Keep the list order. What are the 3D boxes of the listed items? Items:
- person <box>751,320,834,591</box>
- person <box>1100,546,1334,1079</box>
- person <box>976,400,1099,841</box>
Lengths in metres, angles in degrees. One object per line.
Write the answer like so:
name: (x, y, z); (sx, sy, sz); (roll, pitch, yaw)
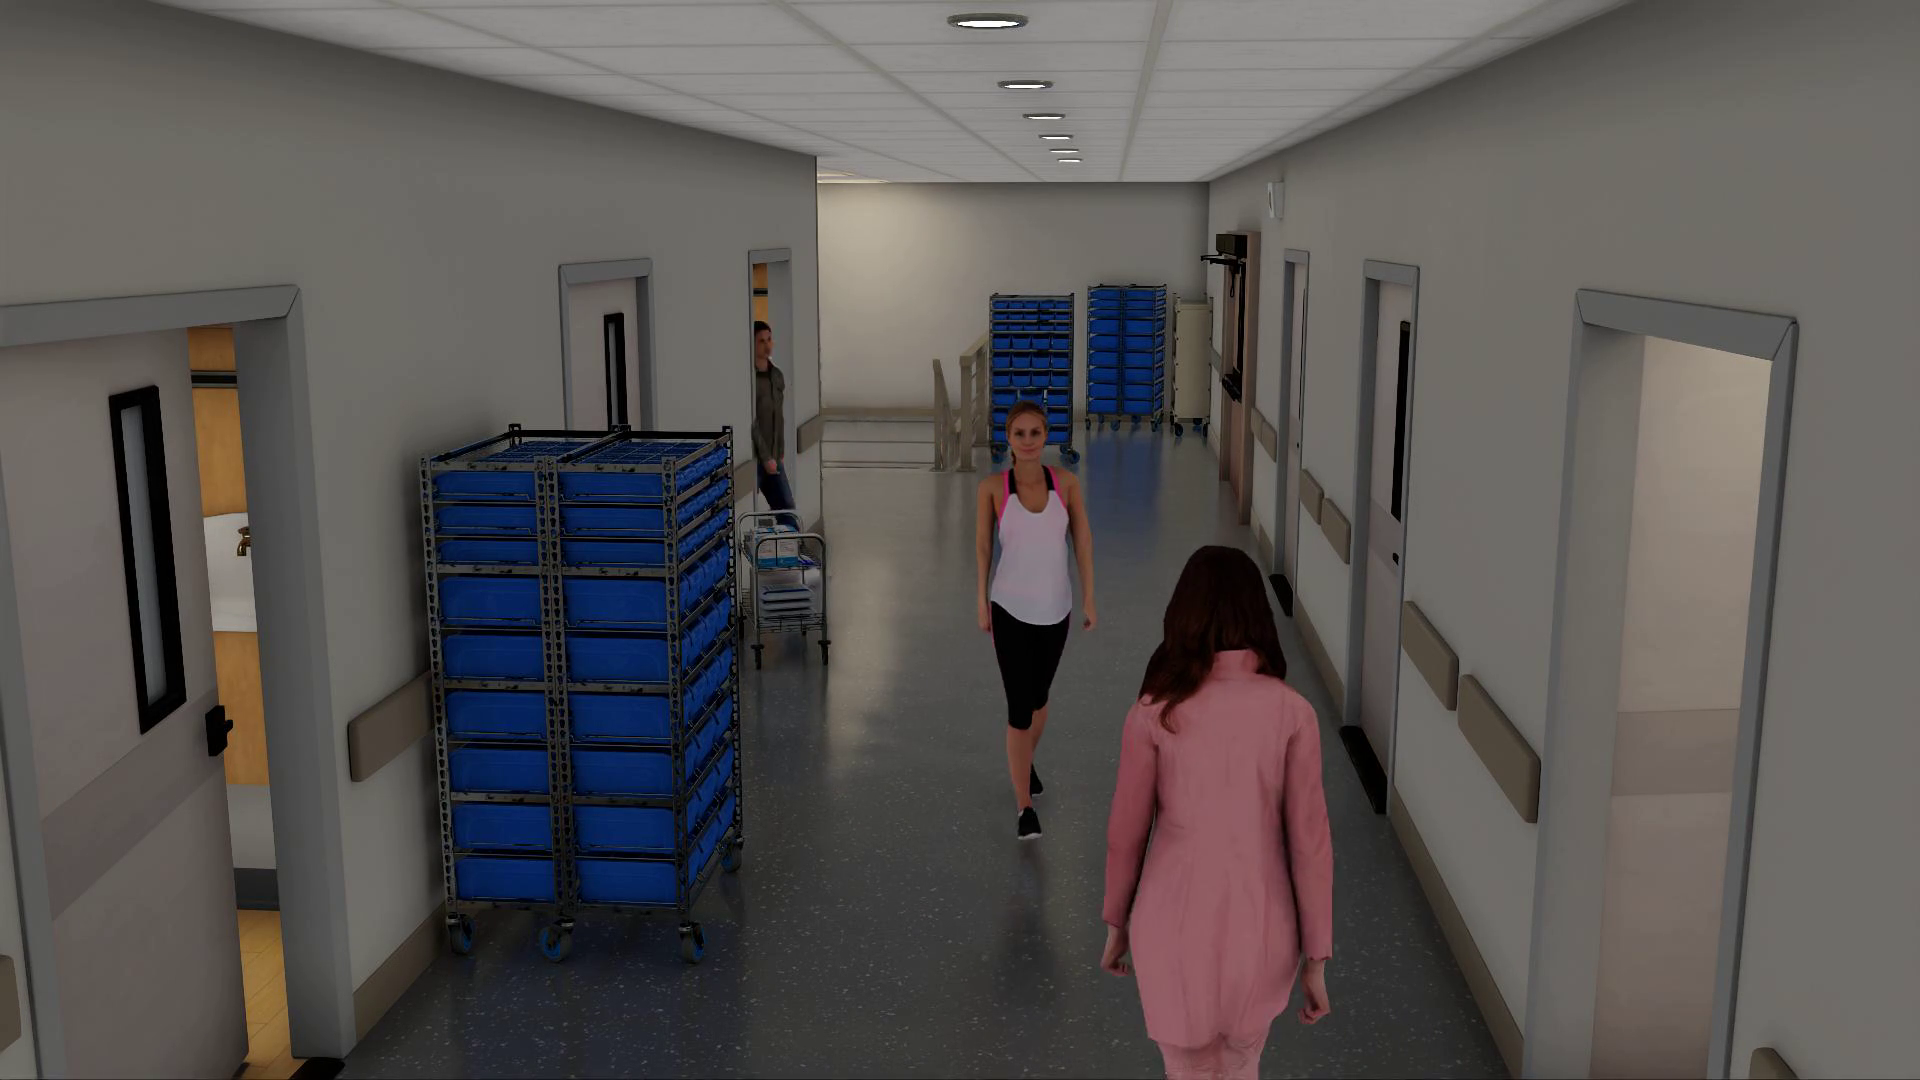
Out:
person: (-1.430, -0.522, 11.105); (1.095, 1.822, 1.145); (7, 13, 32)
person: (0.554, 0.940, 3.576); (0.671, 1.757, 1.111); (0, 11, 2)
person: (0.298, 0.318, 6.918); (0.792, 1.733, 1.215); (-1, 11, -7)
